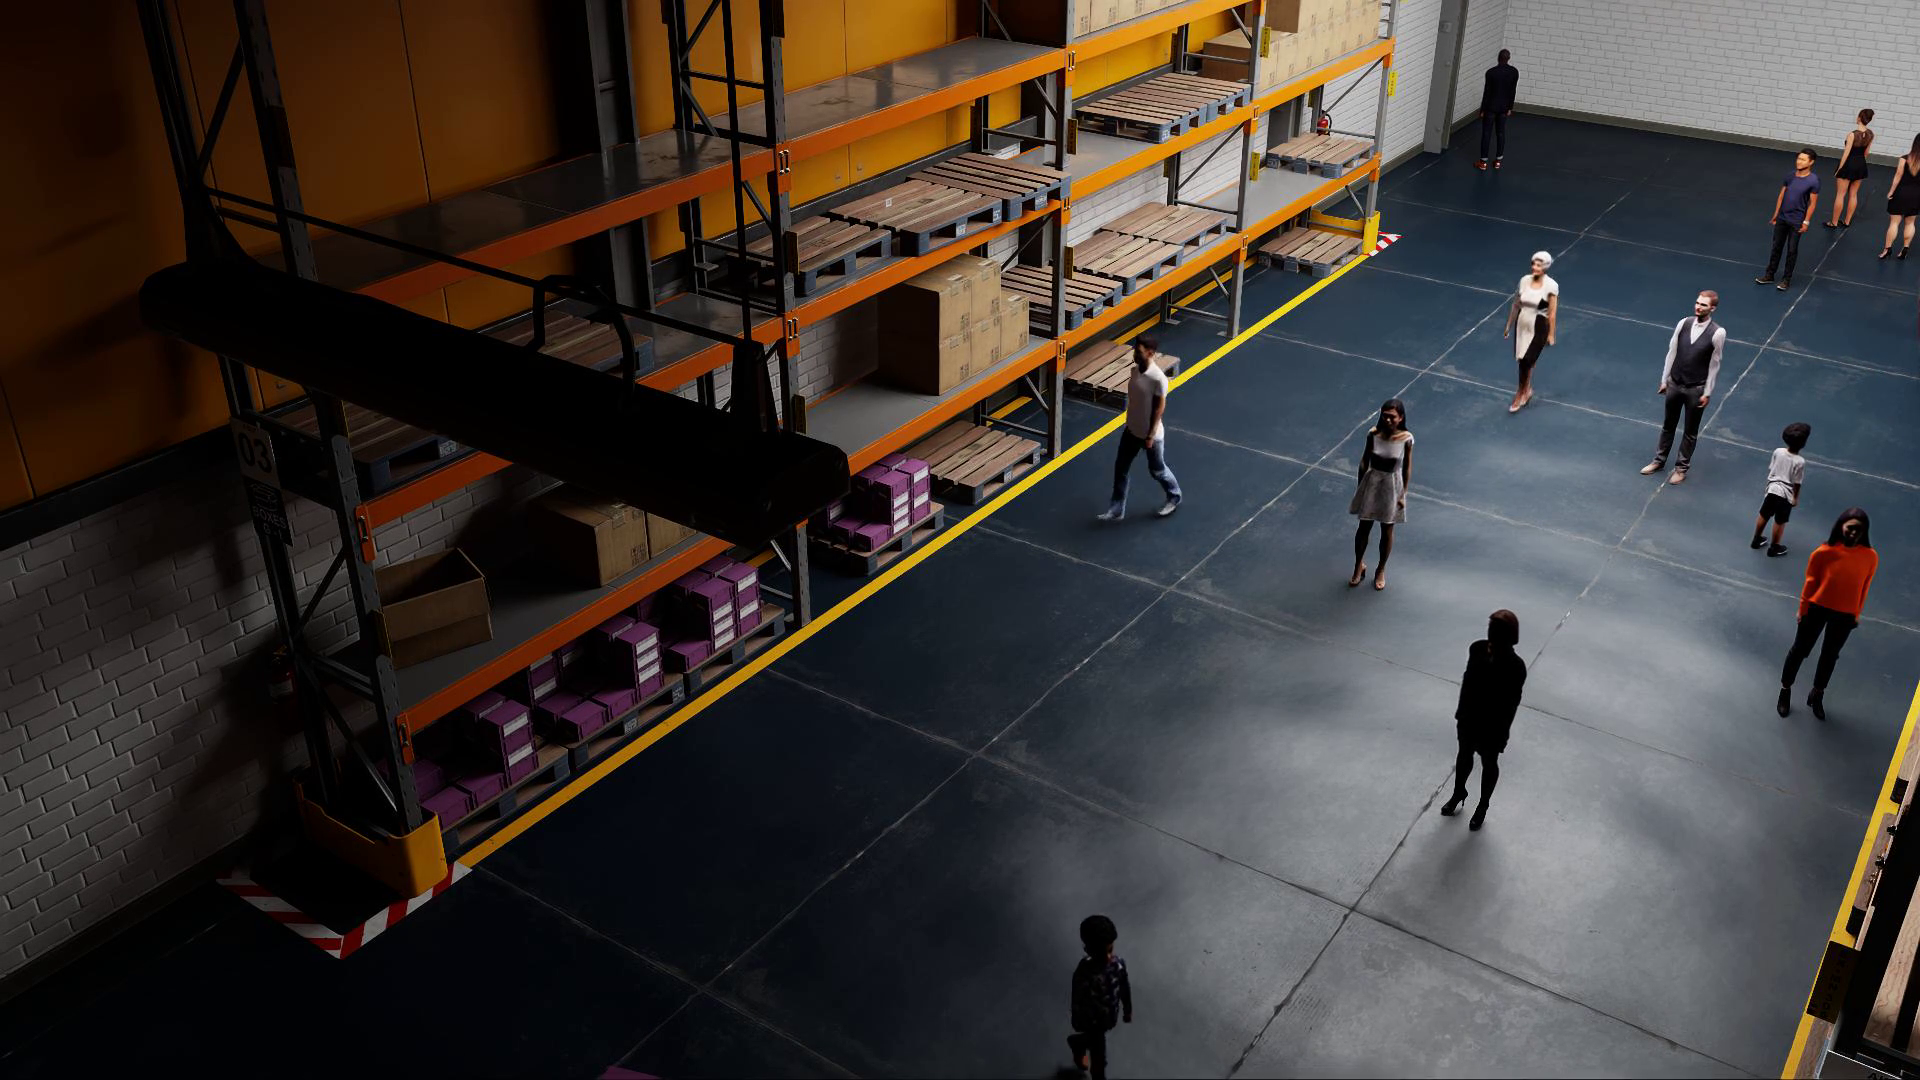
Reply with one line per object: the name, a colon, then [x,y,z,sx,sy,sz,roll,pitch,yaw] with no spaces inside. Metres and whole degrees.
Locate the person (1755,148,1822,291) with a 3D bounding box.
person: [10.501,-4.062,20.972,0.666,1.793,0.712,-17,33,-29]

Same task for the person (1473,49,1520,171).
person: [8.295,-6.669,25.726,0.777,1.818,0.836,-5,29,-9]

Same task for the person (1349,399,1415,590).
person: [3.616,-0.388,14.257,0.712,1.773,0.714,10,30,18]

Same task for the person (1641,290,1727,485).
person: [7.072,-1.506,16.135,0.650,1.938,0.720,-22,36,-34]

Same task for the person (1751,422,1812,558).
person: [7.380,-0.462,14.933,0.577,1.255,0.550,-16,32,-26]

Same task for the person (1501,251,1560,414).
person: [6.120,-2.223,17.657,0.812,1.738,0.772,-19,34,-31]

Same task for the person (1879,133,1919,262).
person: [12.483,-4.522,21.894,0.764,1.717,0.772,2,29,4]

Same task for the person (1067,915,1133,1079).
person: [0.755,2.603,9.341,0.852,1.230,0.802,-14,32,-24]

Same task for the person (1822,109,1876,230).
person: [12.401,-5.167,23.122,0.673,1.675,0.739,-6,29,-11]

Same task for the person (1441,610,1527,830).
person: [3.604,1.211,11.395,0.602,1.706,0.645,-20,34,-32]

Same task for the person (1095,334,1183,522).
person: [1.782,-1.019,15.360,1.230,1.824,0.950,-17,33,-29]

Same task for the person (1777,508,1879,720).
person: [6.566,0.544,12.573,0.701,1.748,0.693,5,29,9]
